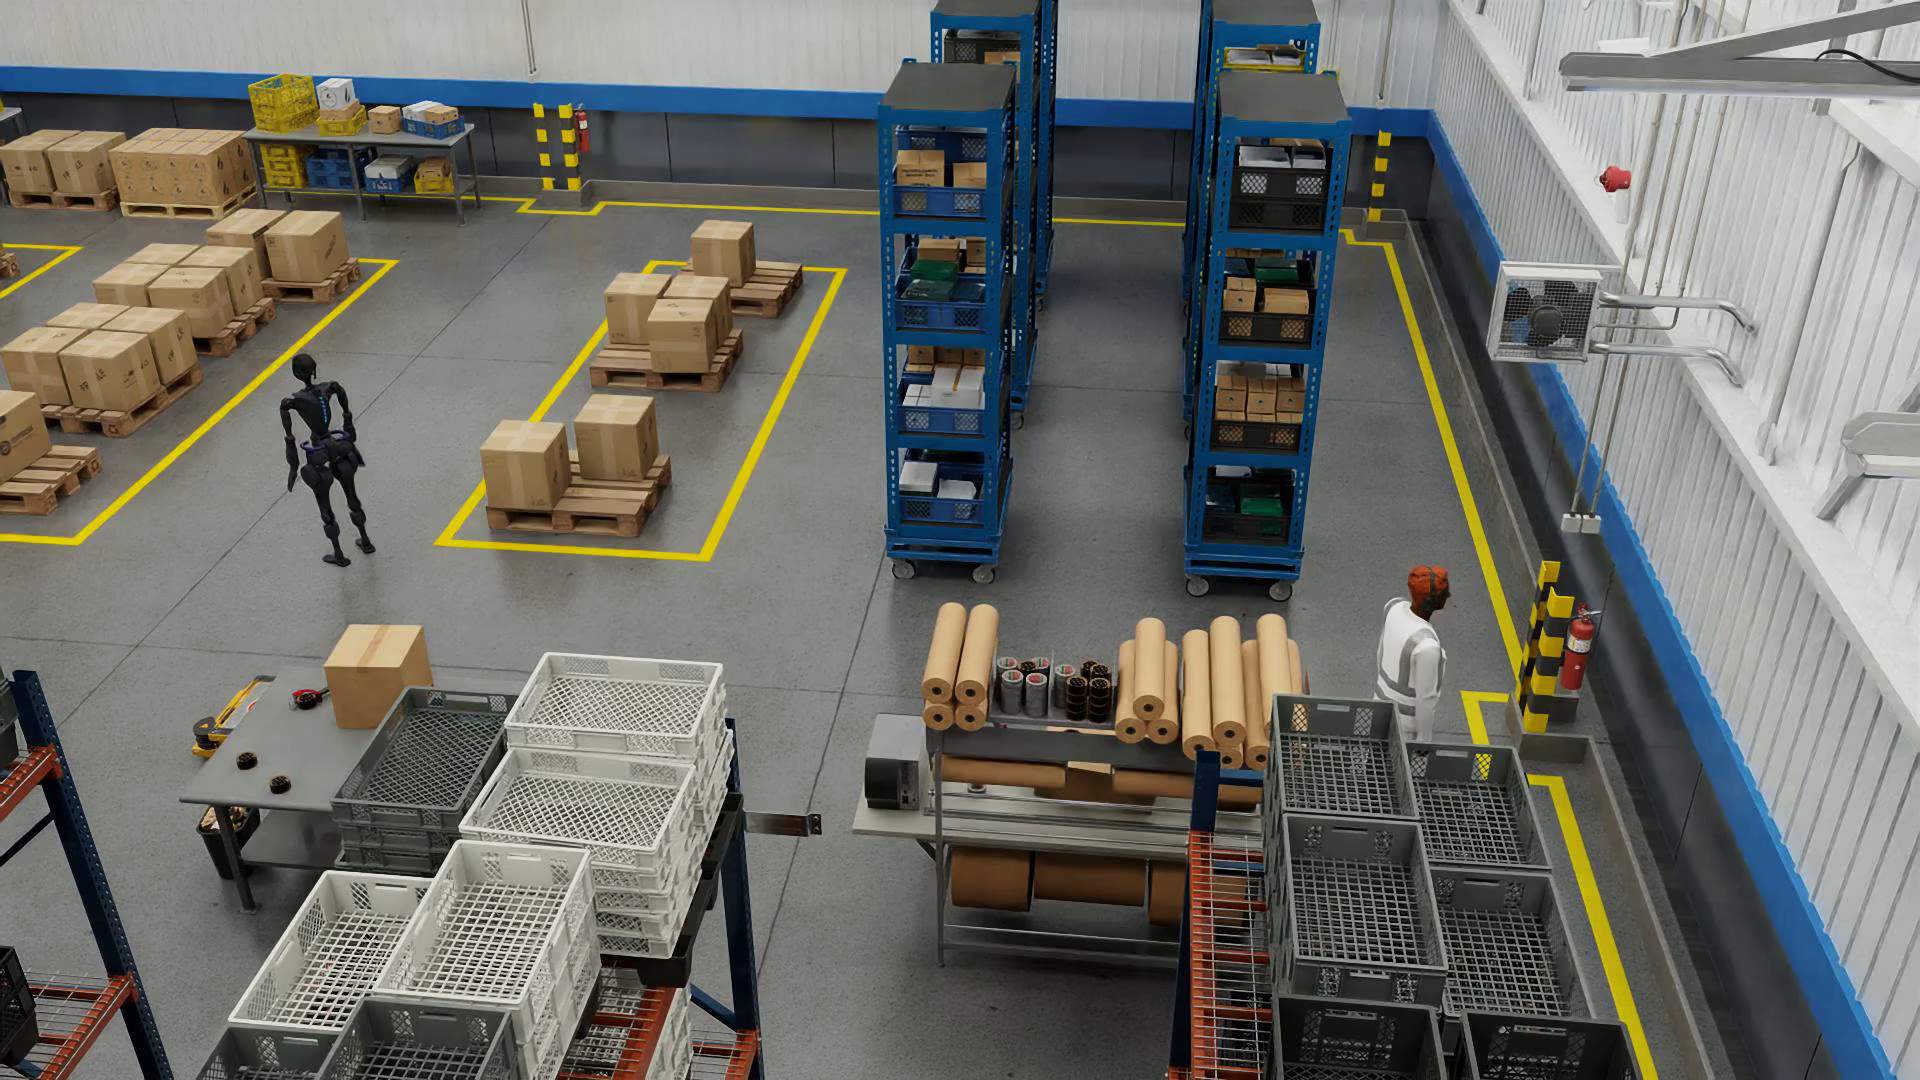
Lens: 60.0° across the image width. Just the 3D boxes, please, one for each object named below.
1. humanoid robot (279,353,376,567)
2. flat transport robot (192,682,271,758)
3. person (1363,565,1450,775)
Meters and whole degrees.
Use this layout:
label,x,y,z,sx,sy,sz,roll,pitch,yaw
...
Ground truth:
label,x,y,z,sx,sy,sz,roll,pitch,yaw
humanoid robot,-4.694,-0.602,12.294,0.326,1.657,0.593,22,37,33
flat transport robot,-4.089,1.163,10.648,1.431,0.197,0.652,3,30,6
person,2.521,0.968,9.410,0.357,1.880,0.572,-5,31,-8
